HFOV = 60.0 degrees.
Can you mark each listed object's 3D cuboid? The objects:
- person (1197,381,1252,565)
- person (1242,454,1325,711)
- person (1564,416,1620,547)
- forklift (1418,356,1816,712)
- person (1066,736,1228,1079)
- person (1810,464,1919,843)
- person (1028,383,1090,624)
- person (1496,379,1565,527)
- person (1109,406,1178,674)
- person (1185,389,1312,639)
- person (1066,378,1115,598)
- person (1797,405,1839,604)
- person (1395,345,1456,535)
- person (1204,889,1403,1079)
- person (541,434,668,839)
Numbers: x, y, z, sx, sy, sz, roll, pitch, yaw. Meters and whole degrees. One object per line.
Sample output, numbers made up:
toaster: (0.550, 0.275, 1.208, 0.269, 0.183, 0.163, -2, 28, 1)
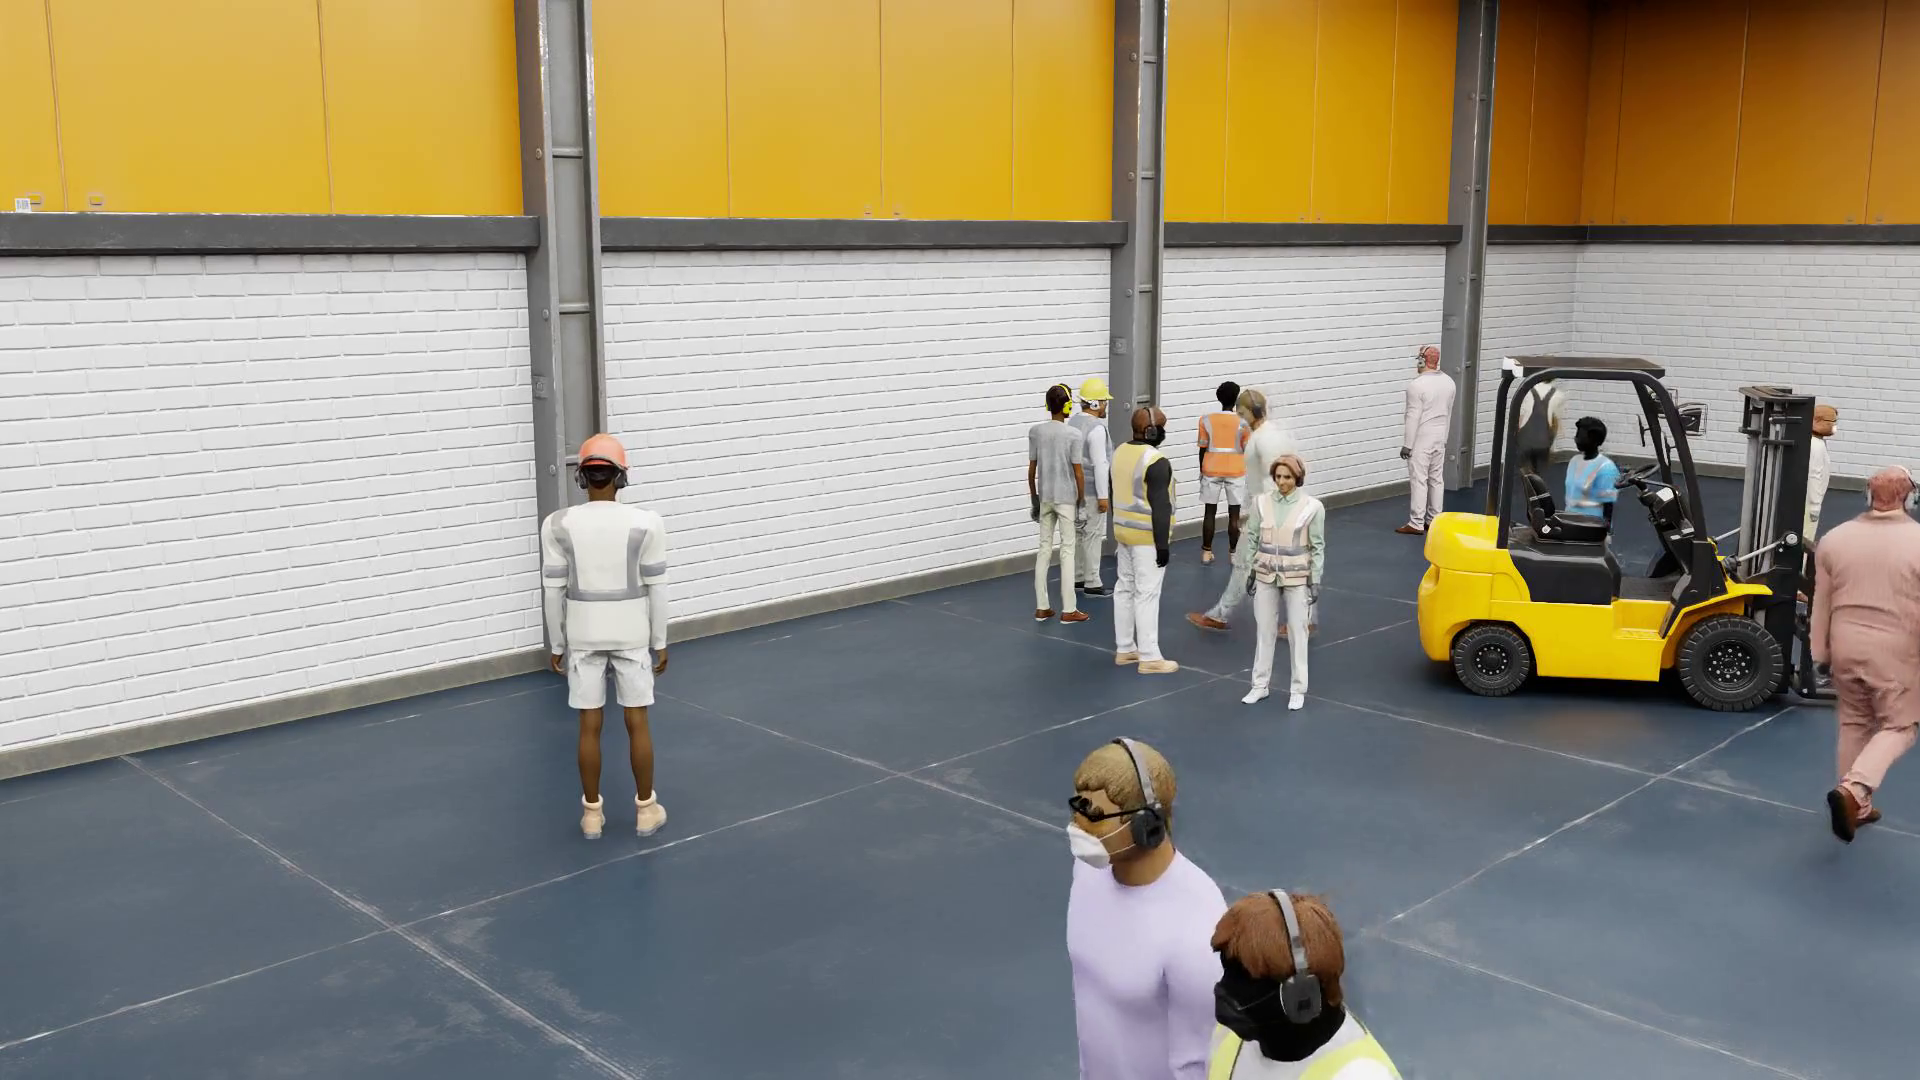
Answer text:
person: (2.428, -0.608, 15.219, 0.530, 1.689, 0.321, 3, 11, 15)
person: (2.063, 0.264, 10.610, 0.513, 1.637, 0.309, 6, 12, 30)
person: (4.763, -0.097, 12.467, 0.583, 1.679, 0.541, -2, 11, -12)
forklift: (4.276, -0.101, 11.076, 2.313, 2.155, 1.214, 2, 11, 13)
person: (0.485, 1.364, 3.840, 0.552, 1.922, 0.666, -4, 11, -22)
person: (4.510, 0.573, 8.231, 0.707, 1.886, 0.652, -7, 13, -34)
person: (0.772, -0.282, 12.949, 0.507, 1.872, 0.329, 7, 12, 33)
person: (5.664, -0.905, 16.561, 0.627, 1.803, 0.362, 0, 10, 2)
person: (1.276, -0.006, 11.523, 0.430, 1.844, 0.624, -5, 11, -25)
person: (2.199, -0.185, 12.402, 0.993, 1.869, 0.641, 2, 11, 11)
person: (1.101, -0.438, 13.898, 0.404, 1.830, 0.601, -4, 11, -20)
person: (7.011, -0.299, 13.685, 0.276, 1.631, 0.507, 4, 11, 21)
person: (4.680, -1.004, 16.786, 0.643, 1.909, 0.410, -8, 13, -36)
person: (0.529, 1.545, 3.194, 0.918, 1.801, 0.645, -2, 11, -11)
person: (-1.759, 0.485, 8.323, 0.609, 2.032, 0.407, -1, 10, -4)
